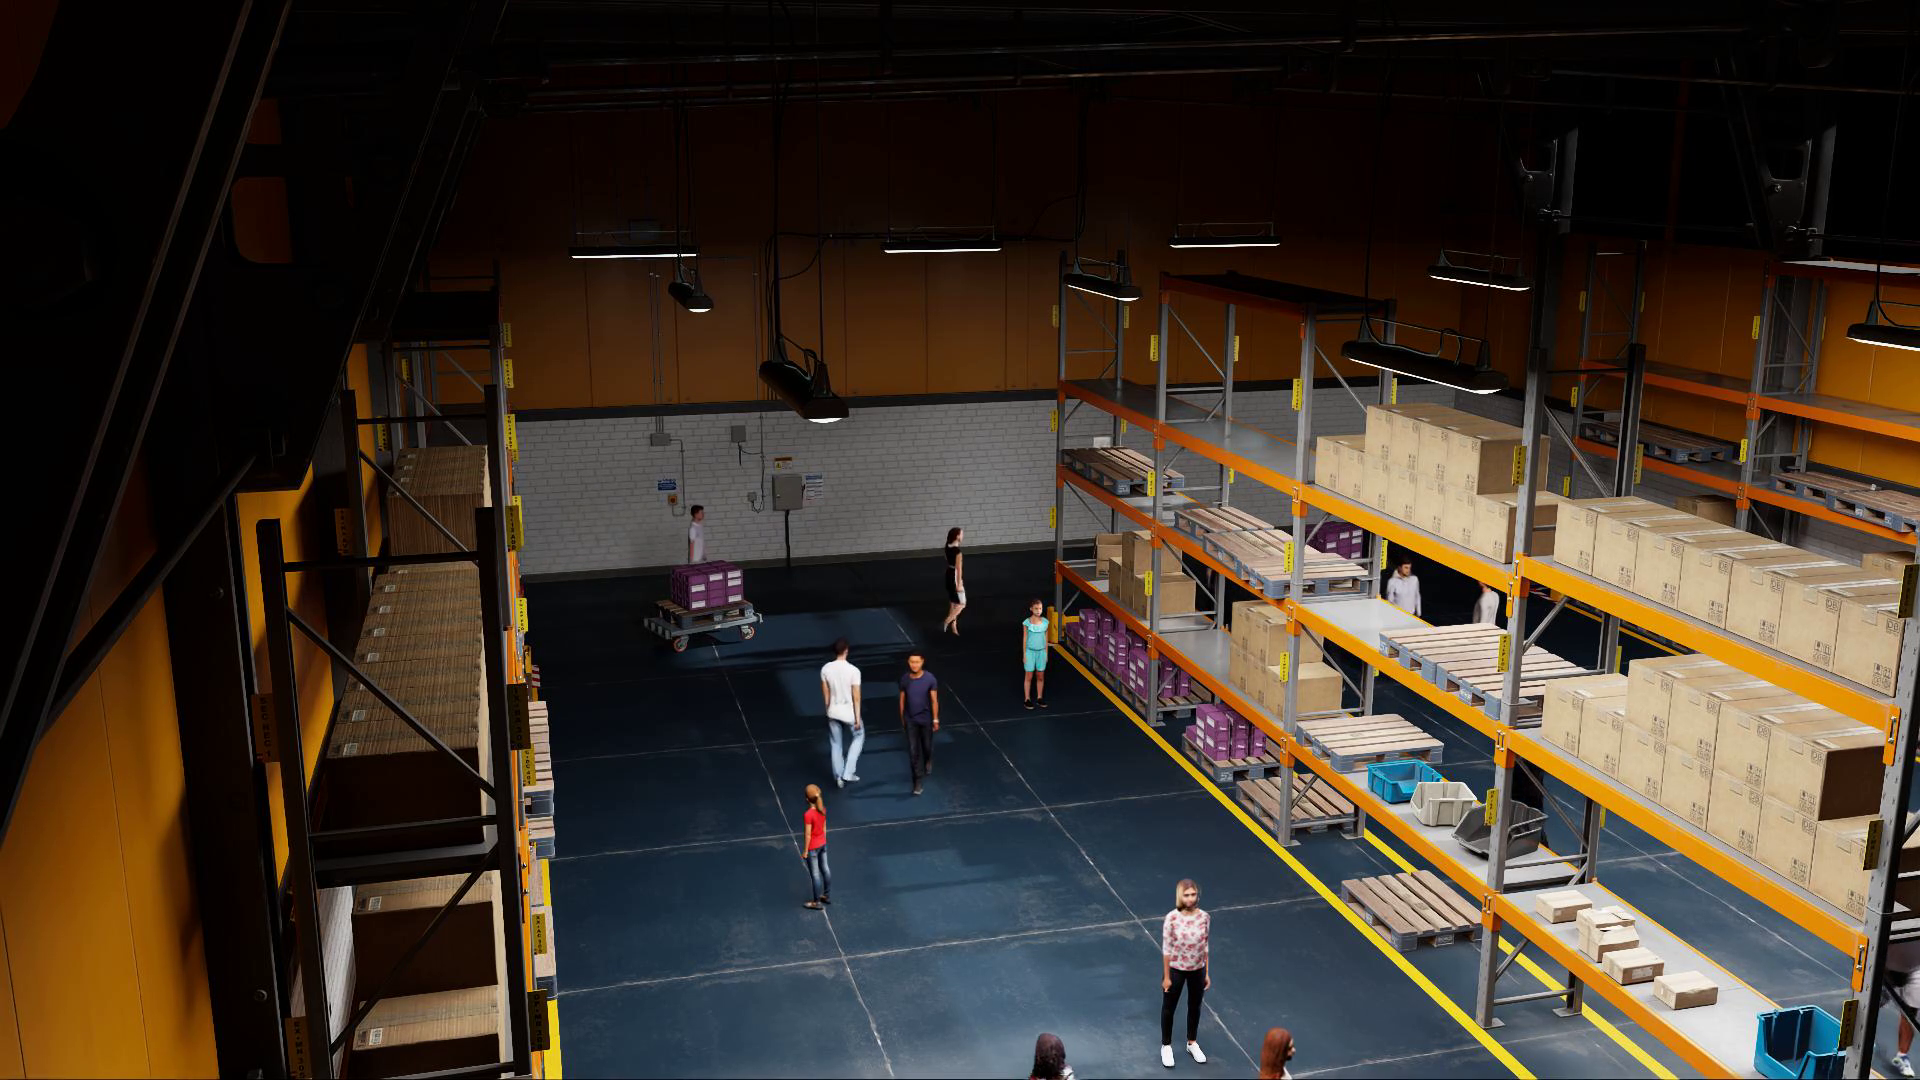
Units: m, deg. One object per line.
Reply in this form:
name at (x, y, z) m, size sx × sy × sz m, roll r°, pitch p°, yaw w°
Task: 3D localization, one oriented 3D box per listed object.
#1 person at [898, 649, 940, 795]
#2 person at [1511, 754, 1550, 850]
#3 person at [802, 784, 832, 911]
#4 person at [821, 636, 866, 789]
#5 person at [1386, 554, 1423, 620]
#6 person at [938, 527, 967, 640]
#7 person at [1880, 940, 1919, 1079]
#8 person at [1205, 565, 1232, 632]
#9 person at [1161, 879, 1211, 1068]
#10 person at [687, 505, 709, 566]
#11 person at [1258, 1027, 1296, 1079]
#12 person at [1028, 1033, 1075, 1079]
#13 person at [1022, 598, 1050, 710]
person at (-0.477, 2.125, 19.879) m, size 0.855 × 1.772 × 1.062 m, roll 1°, pitch 14°, yaw 6°
person at (6.044, 2.763, 17.528) m, size 0.583 × 1.637 × 1.091 m, roll -3°, pitch 14°, yaw -13°
person at (-1.452, 3.097, 16.846) m, size 0.608 × 1.310 × 0.559 m, roll 9°, pitch 16°, yaw 34°
person at (-1.428, 2.088, 19.859) m, size 0.793 × 1.853 × 0.820 m, roll 5°, pitch 14°, yaw 20°
person at (6.282, 1.094, 23.864) m, size 0.783 × 1.900 × 1.108 m, roll -6°, pitch 15°, yaw -24°
person at (-0.159, 0.695, 25.754) m, size 0.778 × 1.786 × 0.760 m, roll -9°, pitch 16°, yaw -33°
person at (7.907, 3.508, 14.028) m, size 0.996 × 1.836 × 1.216 m, roll 2°, pitch 14°, yaw 9°
person at (4.110, 0.675, 26.249) m, size 0.612 × 1.592 × 1.104 m, roll -4°, pitch 14°, yaw -15°
person at (1.895, 3.617, 14.009) m, size 0.565 × 1.633 × 0.494 m, roll -3°, pitch 14°, yaw -14°
person at (-4.399, 0.347, 27.113) m, size 0.849 × 1.821 × 1.022 m, roll -1°, pitch 14°, yaw -6°
person at (2.140, 4.171, 11.539) m, size 0.703 × 1.719 × 0.598 m, roll 4°, pitch 14°, yaw 15°
person at (0.688, 4.221, 11.621) m, size 0.763 × 1.583 × 1.113 m, roll -7°, pitch 15°, yaw -28°
person at (1.021, 1.541, 22.743) m, size 0.543 × 1.559 × 0.534 m, roll -3°, pitch 14°, yaw -12°
